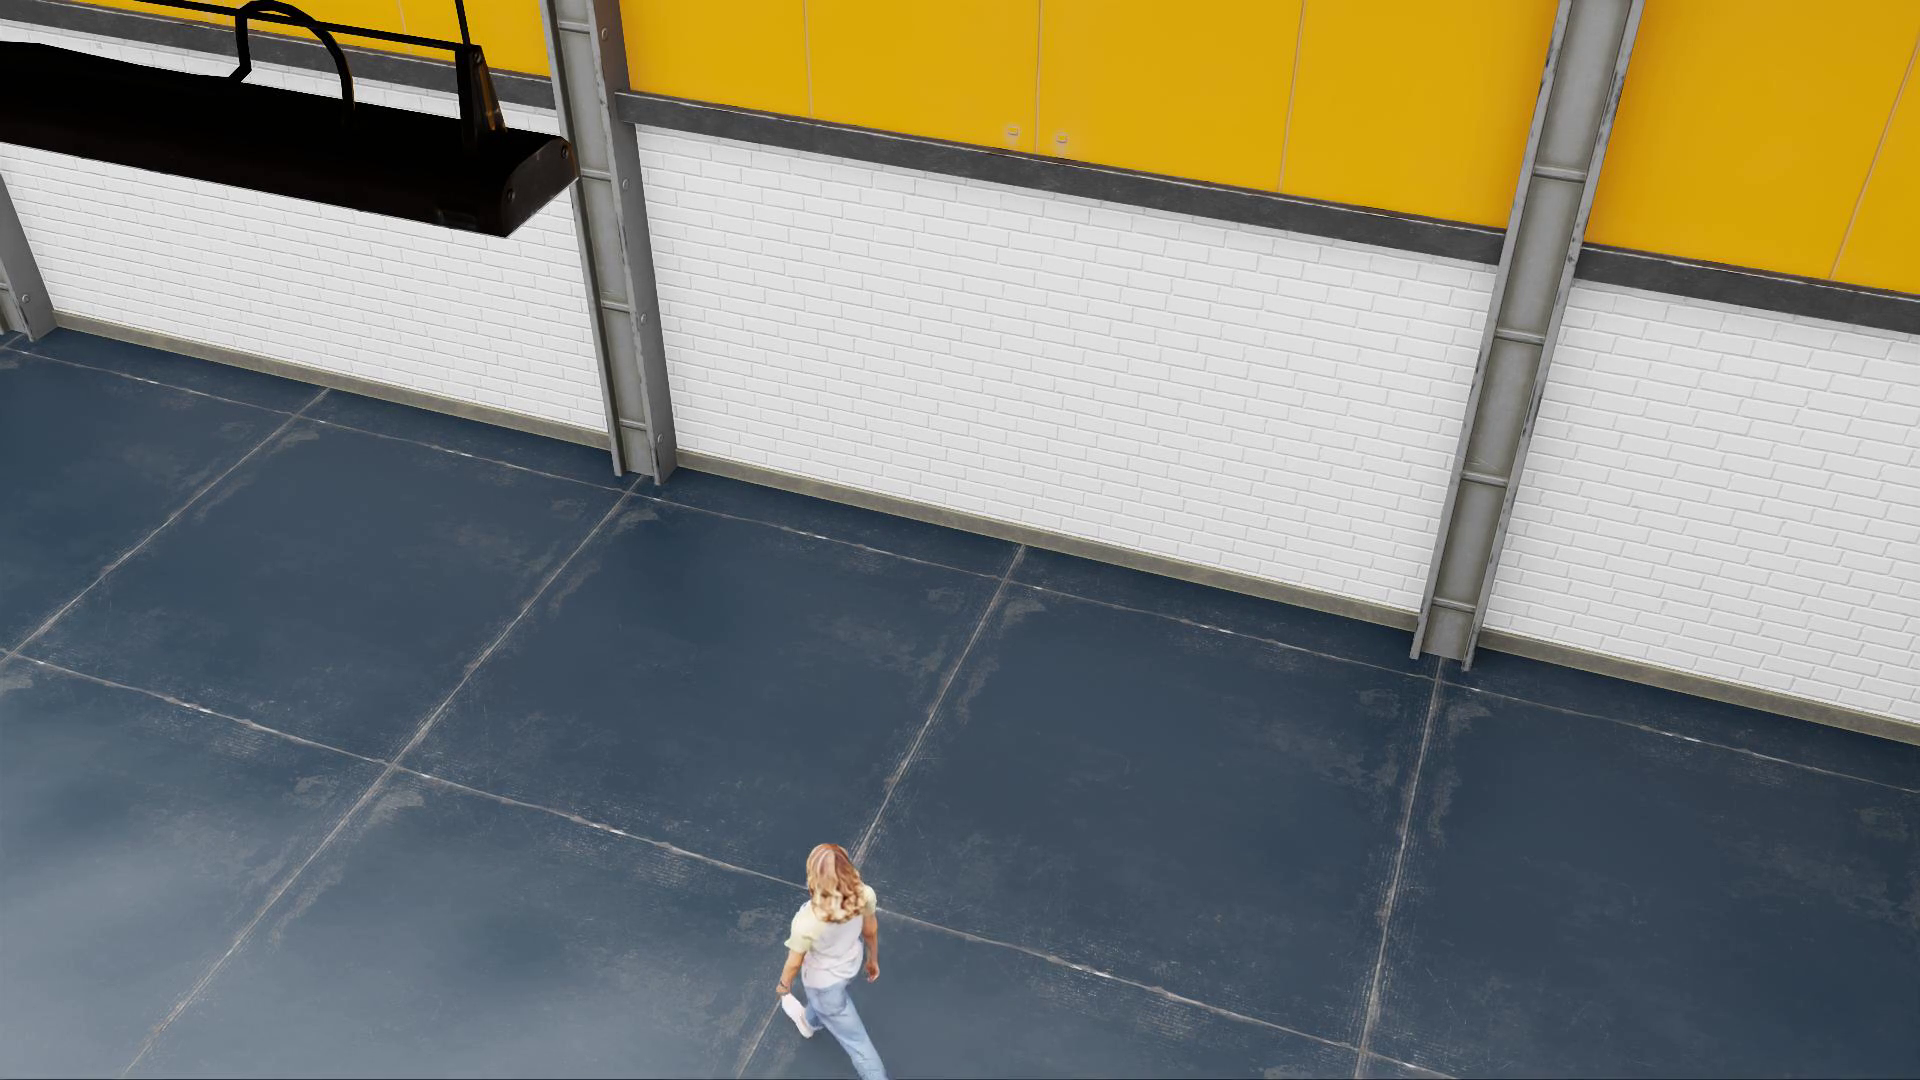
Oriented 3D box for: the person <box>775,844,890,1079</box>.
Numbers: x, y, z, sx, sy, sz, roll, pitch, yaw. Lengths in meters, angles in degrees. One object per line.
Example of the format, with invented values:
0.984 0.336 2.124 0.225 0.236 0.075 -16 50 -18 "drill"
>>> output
-0.551 2.168 8.016 0.965 1.672 1.227 -31 48 -33 "person"
